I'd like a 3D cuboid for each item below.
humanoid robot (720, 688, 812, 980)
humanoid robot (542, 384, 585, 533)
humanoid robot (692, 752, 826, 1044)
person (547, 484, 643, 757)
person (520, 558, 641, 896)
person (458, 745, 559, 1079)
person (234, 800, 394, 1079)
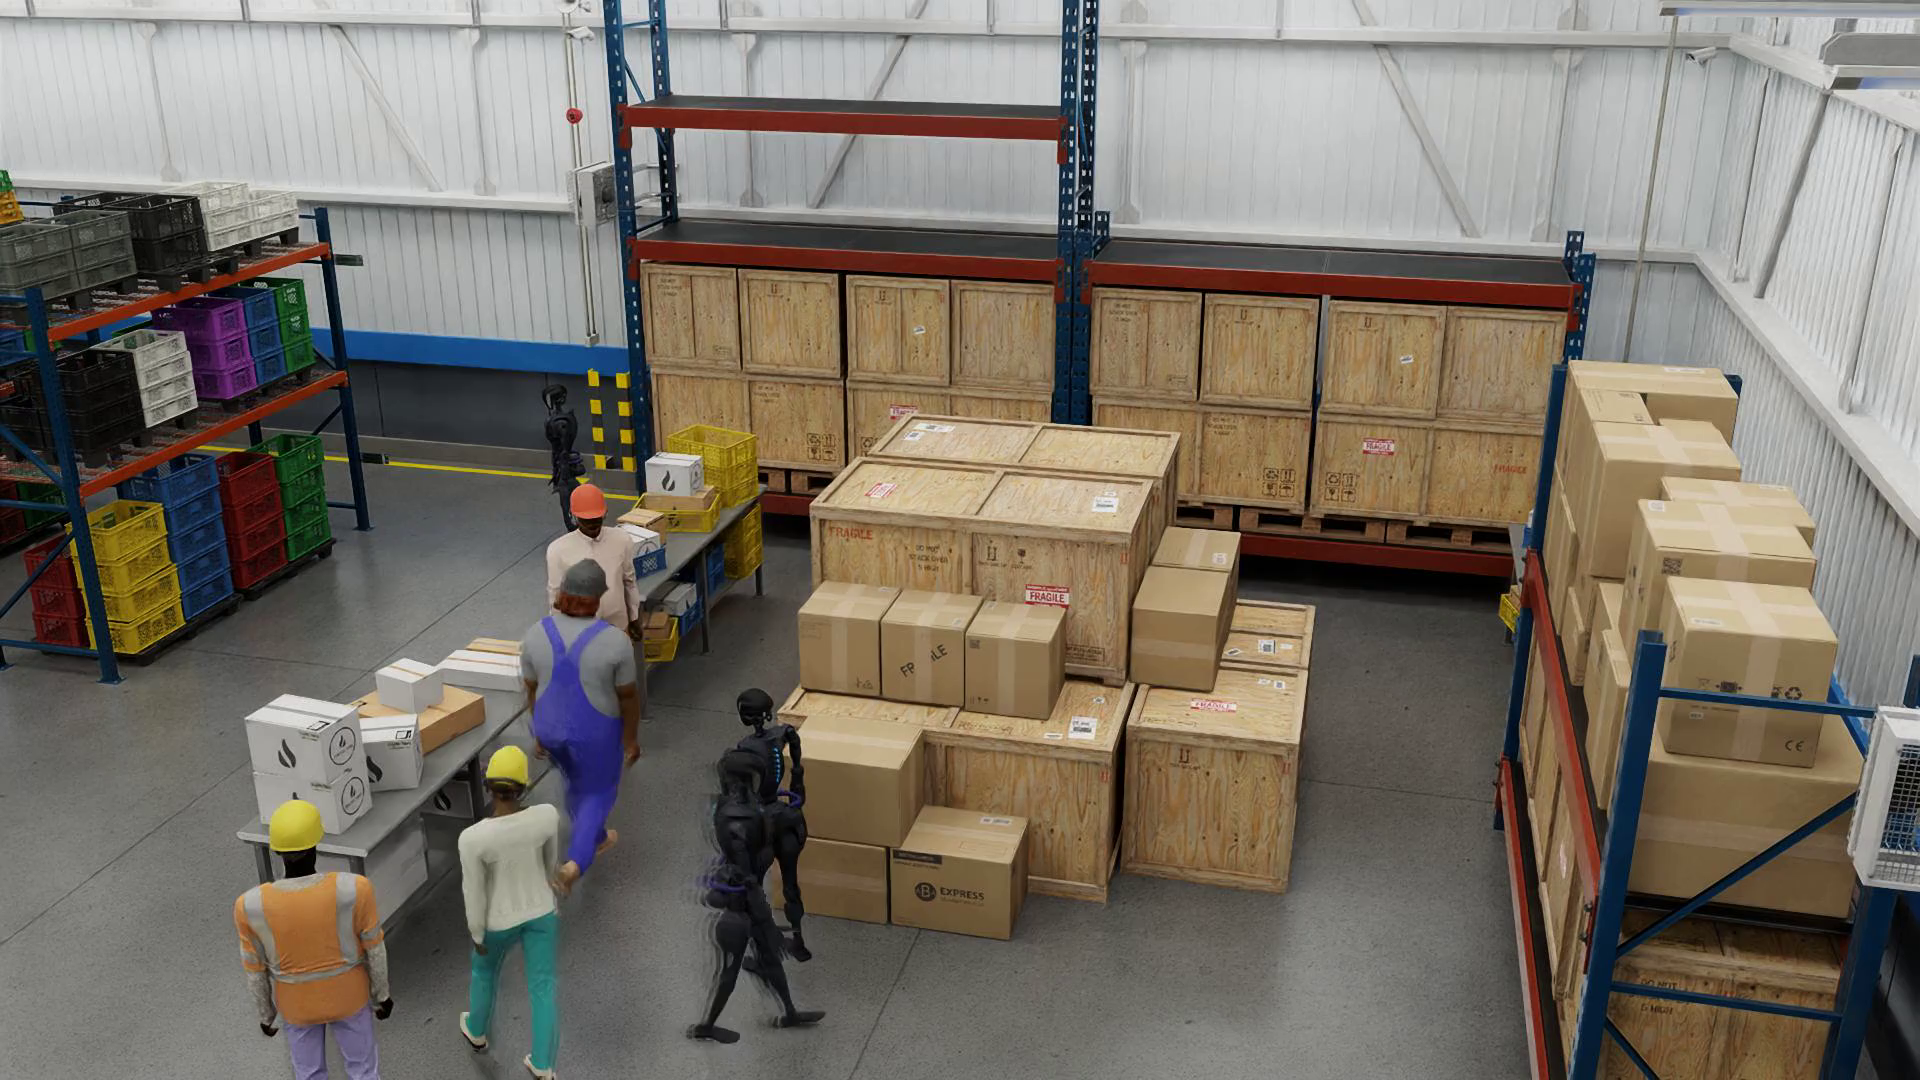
[{"bbox_3d":[-1.041,1.557,8.993,0.582,1.650,0.330,-18,27,-39],"label":"humanoid robot"},{"bbox_3d":[-3.452,-0.557,14.526,0.331,1.647,0.595,-8,22,-20],"label":"humanoid robot"},{"bbox_3d":[-1.065,1.816,8.364,0.673,1.631,0.578,3,21,7],"label":"humanoid robot"},{"bbox_3d":[-2.429,0.567,11.145,0.621,1.993,0.379,-13,24,-30],"label":"person"},{"bbox_3d":[-2.237,1.093,9.706,0.695,2.000,0.837,6,22,15],"label":"person"},{"bbox_3d":[-2.233,1.811,8.266,0.515,1.727,0.801,-13,24,-30],"label":"person"},{"bbox_3d":[-2.839,2.031,7.410,0.584,1.928,0.370,-6,22,-15],"label":"person"}]
